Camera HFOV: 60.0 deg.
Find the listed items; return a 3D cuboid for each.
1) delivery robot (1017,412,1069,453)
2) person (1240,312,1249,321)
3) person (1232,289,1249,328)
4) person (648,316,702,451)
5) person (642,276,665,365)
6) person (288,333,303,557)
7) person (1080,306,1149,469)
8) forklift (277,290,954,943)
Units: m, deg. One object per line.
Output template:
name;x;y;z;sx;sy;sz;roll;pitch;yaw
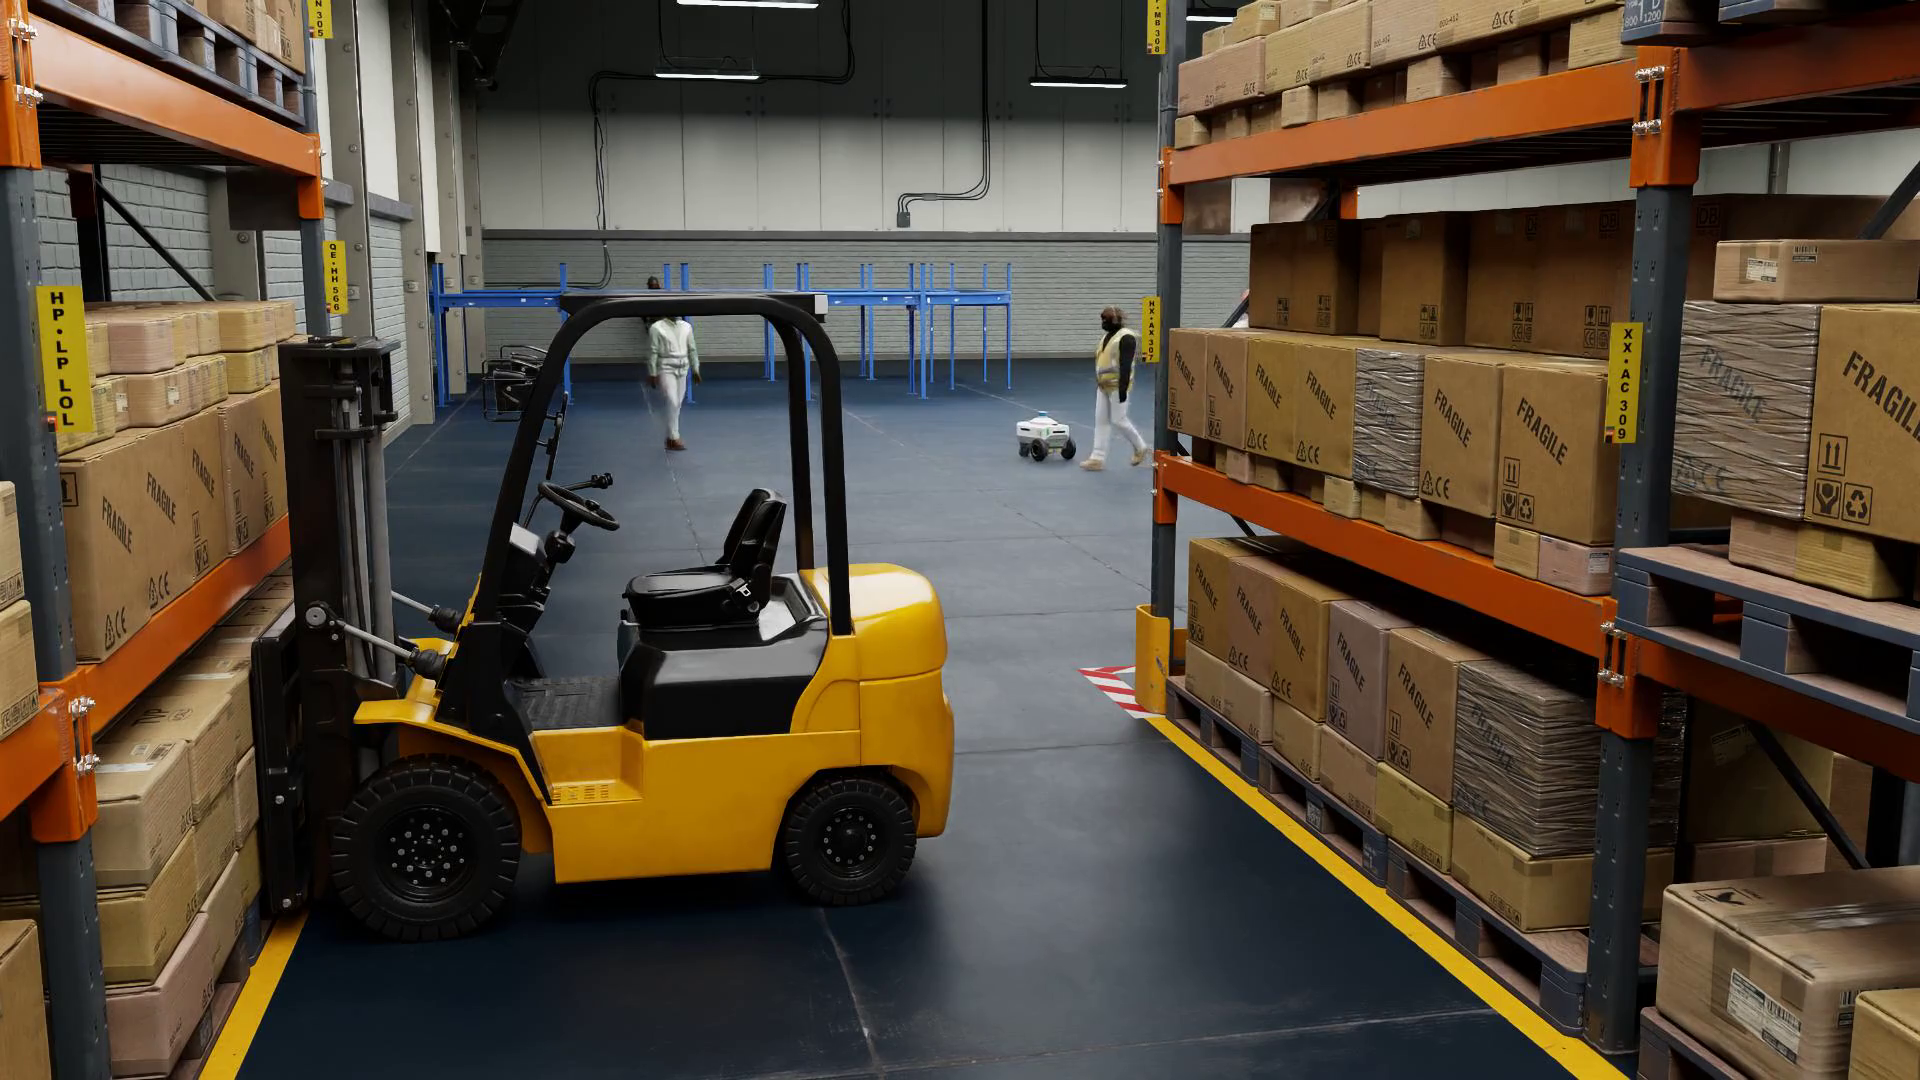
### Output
delivery robot;0.974;-1.280;19.709;0.477;0.478;0.707;-6;11;-31
person;5.458;-3.817;31.329;0.648;1.878;0.846;-7;11;-35
person;3.337;-1.795;18.553;0.653;2.018;0.456;1;9;3
person;-3.448;-2.048;20.411;0.793;1.921;0.610;9;13;43
person;-7.139;-5.083;38.658;0.538;2.000;0.682;4;10;25
person;-4.170;-0.393;10.544;0.581;1.837;0.449;2;9;9
person;1.734;-1.694;18.539;0.746;1.817;0.663;-4;10;-24
forklift;-1.179;0.175;6.143;2.313;2.155;1.214;-2;10;-12
